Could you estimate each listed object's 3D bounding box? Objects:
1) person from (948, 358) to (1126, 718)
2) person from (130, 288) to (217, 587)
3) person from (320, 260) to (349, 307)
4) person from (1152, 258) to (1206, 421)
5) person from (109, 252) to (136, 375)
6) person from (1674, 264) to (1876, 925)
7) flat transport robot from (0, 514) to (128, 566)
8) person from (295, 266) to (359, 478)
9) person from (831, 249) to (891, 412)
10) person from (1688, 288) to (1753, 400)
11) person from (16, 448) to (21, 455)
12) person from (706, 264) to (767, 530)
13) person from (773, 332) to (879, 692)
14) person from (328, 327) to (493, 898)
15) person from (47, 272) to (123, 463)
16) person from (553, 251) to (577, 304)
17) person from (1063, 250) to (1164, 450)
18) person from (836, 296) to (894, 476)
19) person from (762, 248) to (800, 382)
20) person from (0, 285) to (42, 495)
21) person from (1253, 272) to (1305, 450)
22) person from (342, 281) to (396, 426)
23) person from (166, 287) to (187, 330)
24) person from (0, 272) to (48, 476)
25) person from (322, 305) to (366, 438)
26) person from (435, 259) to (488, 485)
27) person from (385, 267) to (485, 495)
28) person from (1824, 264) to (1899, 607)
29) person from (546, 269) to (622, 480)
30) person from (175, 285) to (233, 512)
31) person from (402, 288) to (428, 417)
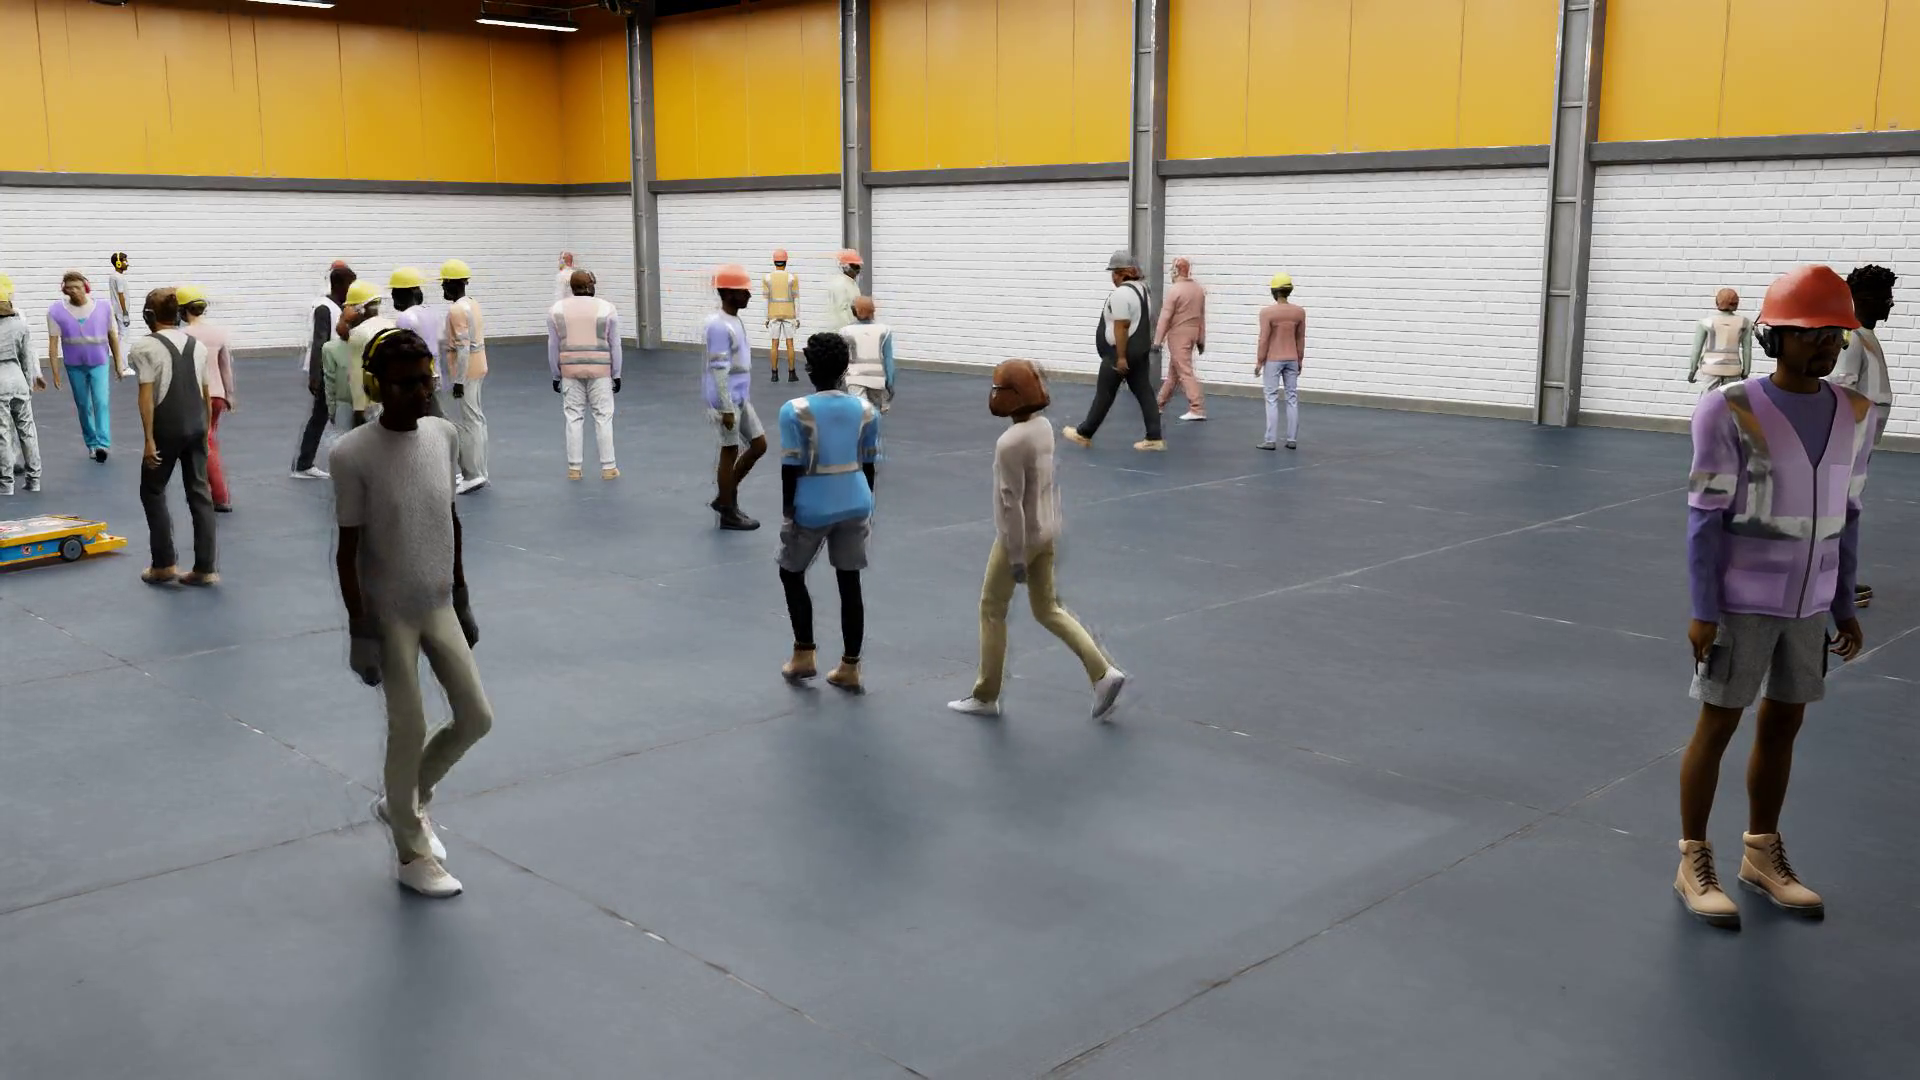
[{"bbox_3d":[0.330,0.009,7.273,0.743,1.609,0.500,6,12,29],"label":"person"},{"bbox_3d":[-4.809,-0.618,10.135,0.663,1.811,0.550,6,12,31],"label":"person"},{"bbox_3d":[-7.940,-2.715,21.561,0.580,1.808,1.018,-3,11,-14],"label":"person"},{"bbox_3d":[2.486,-2.330,19.336,0.976,1.852,0.676,9,14,40],"label":"person"},{"bbox_3d":[-12.796,-3.451,25.433,0.313,1.869,0.539,-8,13,-36],"label":"person"},{"bbox_3d":[2.538,0.179,5.159,0.605,2.045,0.388,-2,11,-11],"label":"person"},{"bbox_3d":[-6.247,0.039,10.758,0.652,0.197,1.431,5,12,27],"label":"flat transport robot"},{"bbox_3d":[-5.419,-1.453,14.586,1.000,1.847,0.665,-2,11,-8],"label":"person"},{"bbox_3d":[-1.227,-2.461,19.784,0.893,1.959,0.623,4,11,22],"label":"person"},{"bbox_3d":[7.241,-1.573,15.833,0.533,1.636,0.345,2,11,11],"label":"person"},{"bbox_3d":[-9.382,-1.562,15.406,0.988,1.779,0.637,-3,11,-15],"label":"person"},{"bbox_3d":[-1.617,-1.015,11.986,0.401,1.926,0.566,2,11,10],"label":"person"},{"bbox_3d":[-0.646,-0.137,7.851,0.557,1.674,0.561,-7,12,-32],"label":"person"},{"bbox_3d":[-1.741,0.242,5.350,0.406,1.846,0.544,6,12,31],"label":"person"},{"bbox_3d":[-8.187,-1.606,15.584,0.587,1.781,0.987,-5,11,-25],"label":"person"},{"bbox_3d":[-6.069,-3.556,25.964,0.765,1.880,0.651,3,11,15],"label":"person"},{"bbox_3d":[1.587,-1.909,16.554,1.046,2.000,0.698,7,12,32],"label":"person"},{"bbox_3d":[-0.870,-1.379,14.878,0.531,1.585,0.907,-3,11,-17],"label":"person"},{"bbox_3d":[-2.599,-3.276,24.279,0.545,1.942,0.350,0,10,2],"label":"person"},{"bbox_3d":[-7.901,-1.243,13.735,0.295,1.744,0.484,6,12,29],"label":"person"},{"bbox_3d":[3.179,-1.773,16.562,0.548,1.766,0.326,-4,11,-21],"label":"person"},{"bbox_3d":[-4.464,-1.113,12.930,0.898,1.790,0.599,1,10,7],"label":"person"},{"bbox_3d":[-8.196,-1.824,17.320,0.863,1.586,0.501,4,11,19],"label":"person"},{"bbox_3d":[-8.414,-1.450,14.688,0.454,1.807,0.586,2,11,13],"label":"person"},{"bbox_3d":[-4.661,-1.015,12.892,0.500,1.593,0.807,-3,11,-18],"label":"person"},{"bbox_3d":[-4.262,-1.434,14.273,0.384,1.928,0.589,-1,10,-4],"label":"person"},{"bbox_3d":[-4.399,-1.278,13.607,1.001,1.887,0.588,2,11,10],"label":"person"},{"bbox_3d":[5.194,-0.609,9.670,0.368,1.966,0.602,7,12,33],"label":"person"},{"bbox_3d":[-3.268,-1.441,14.555,0.625,1.840,0.430,-1,10,-4],"label":"person"},{"bbox_3d":[-5.963,-1.091,12.882,0.719,1.740,0.546,5,11,23],"label":"person"},{"bbox_3d":[-5.133,-1.546,15.547,0.569,1.671,0.546,4,11,20],"label":"person"}]
